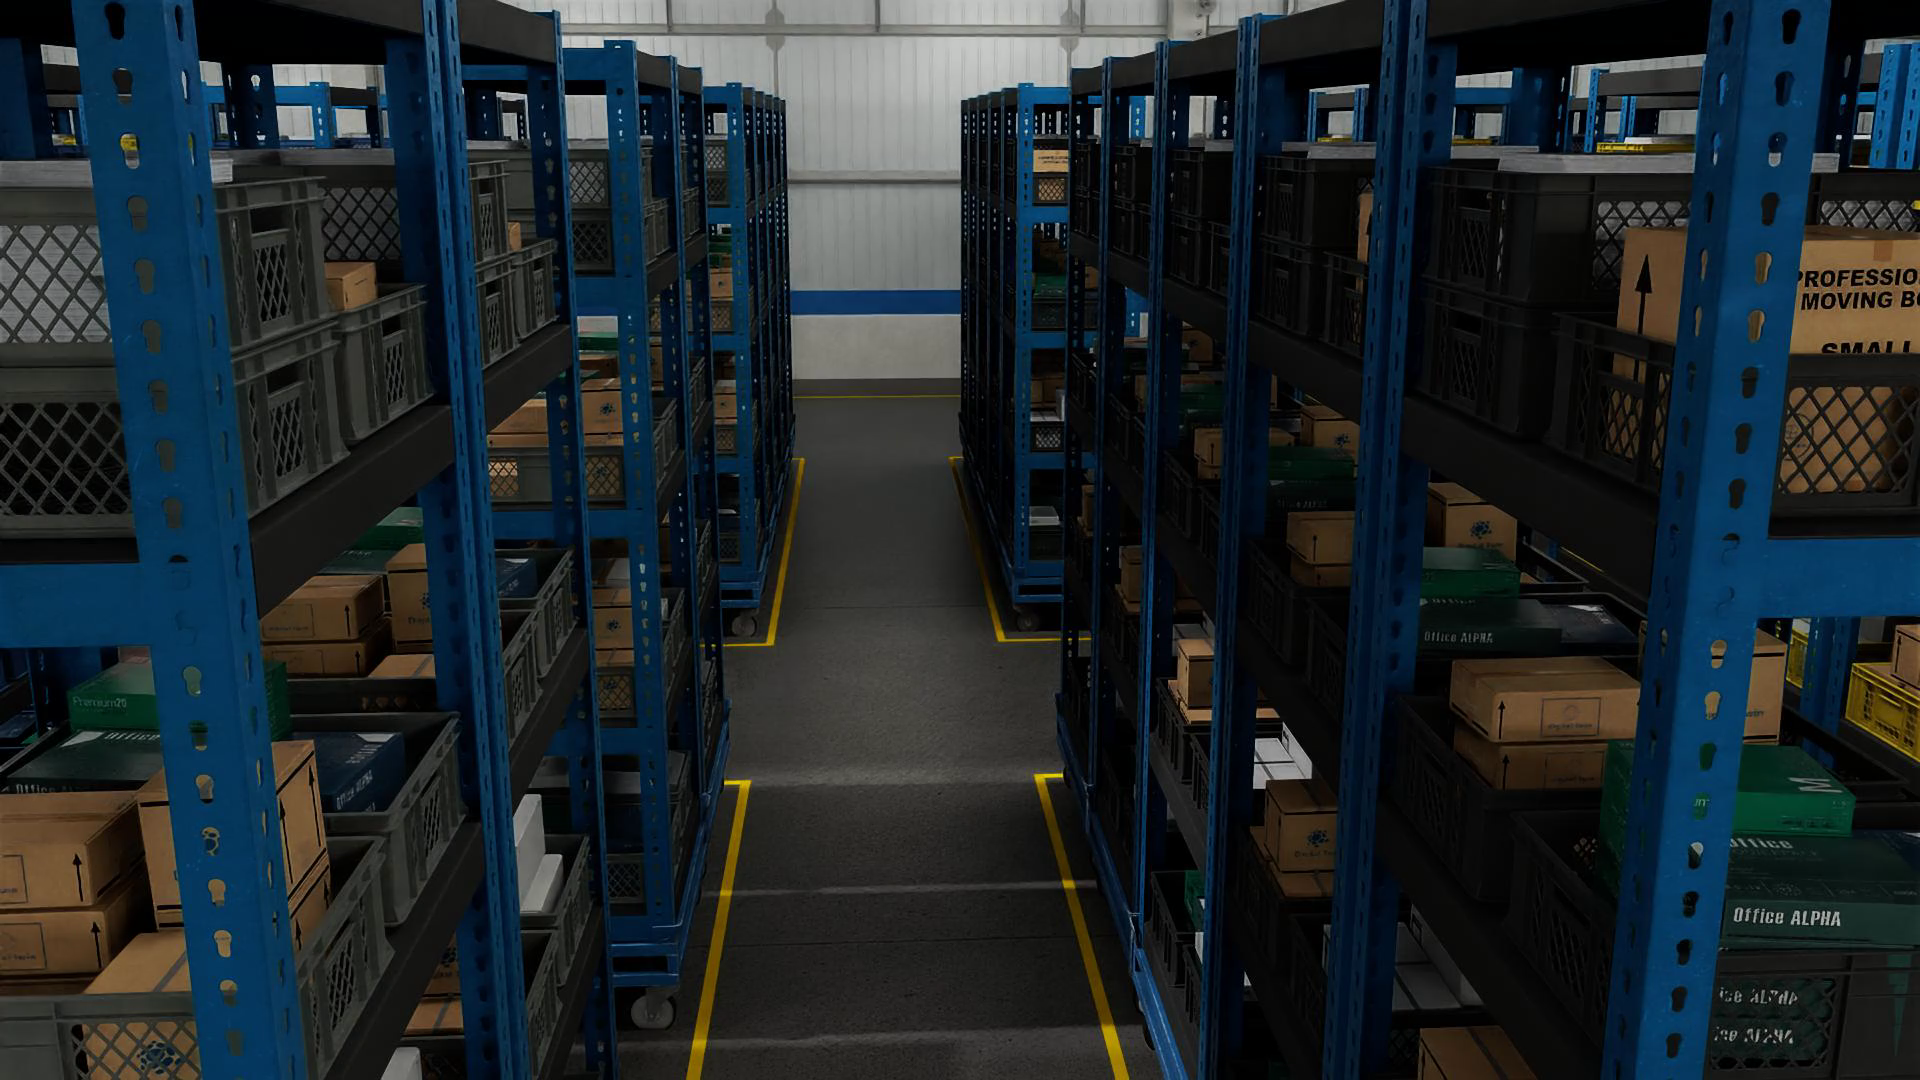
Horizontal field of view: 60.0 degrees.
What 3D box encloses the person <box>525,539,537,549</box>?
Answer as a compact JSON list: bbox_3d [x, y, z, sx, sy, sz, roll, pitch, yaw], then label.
[{"bbox_3d":[-2.667,-0.206,10.470,0.396,1.992,0.623,-1,14,-4],"label":"person"}]
